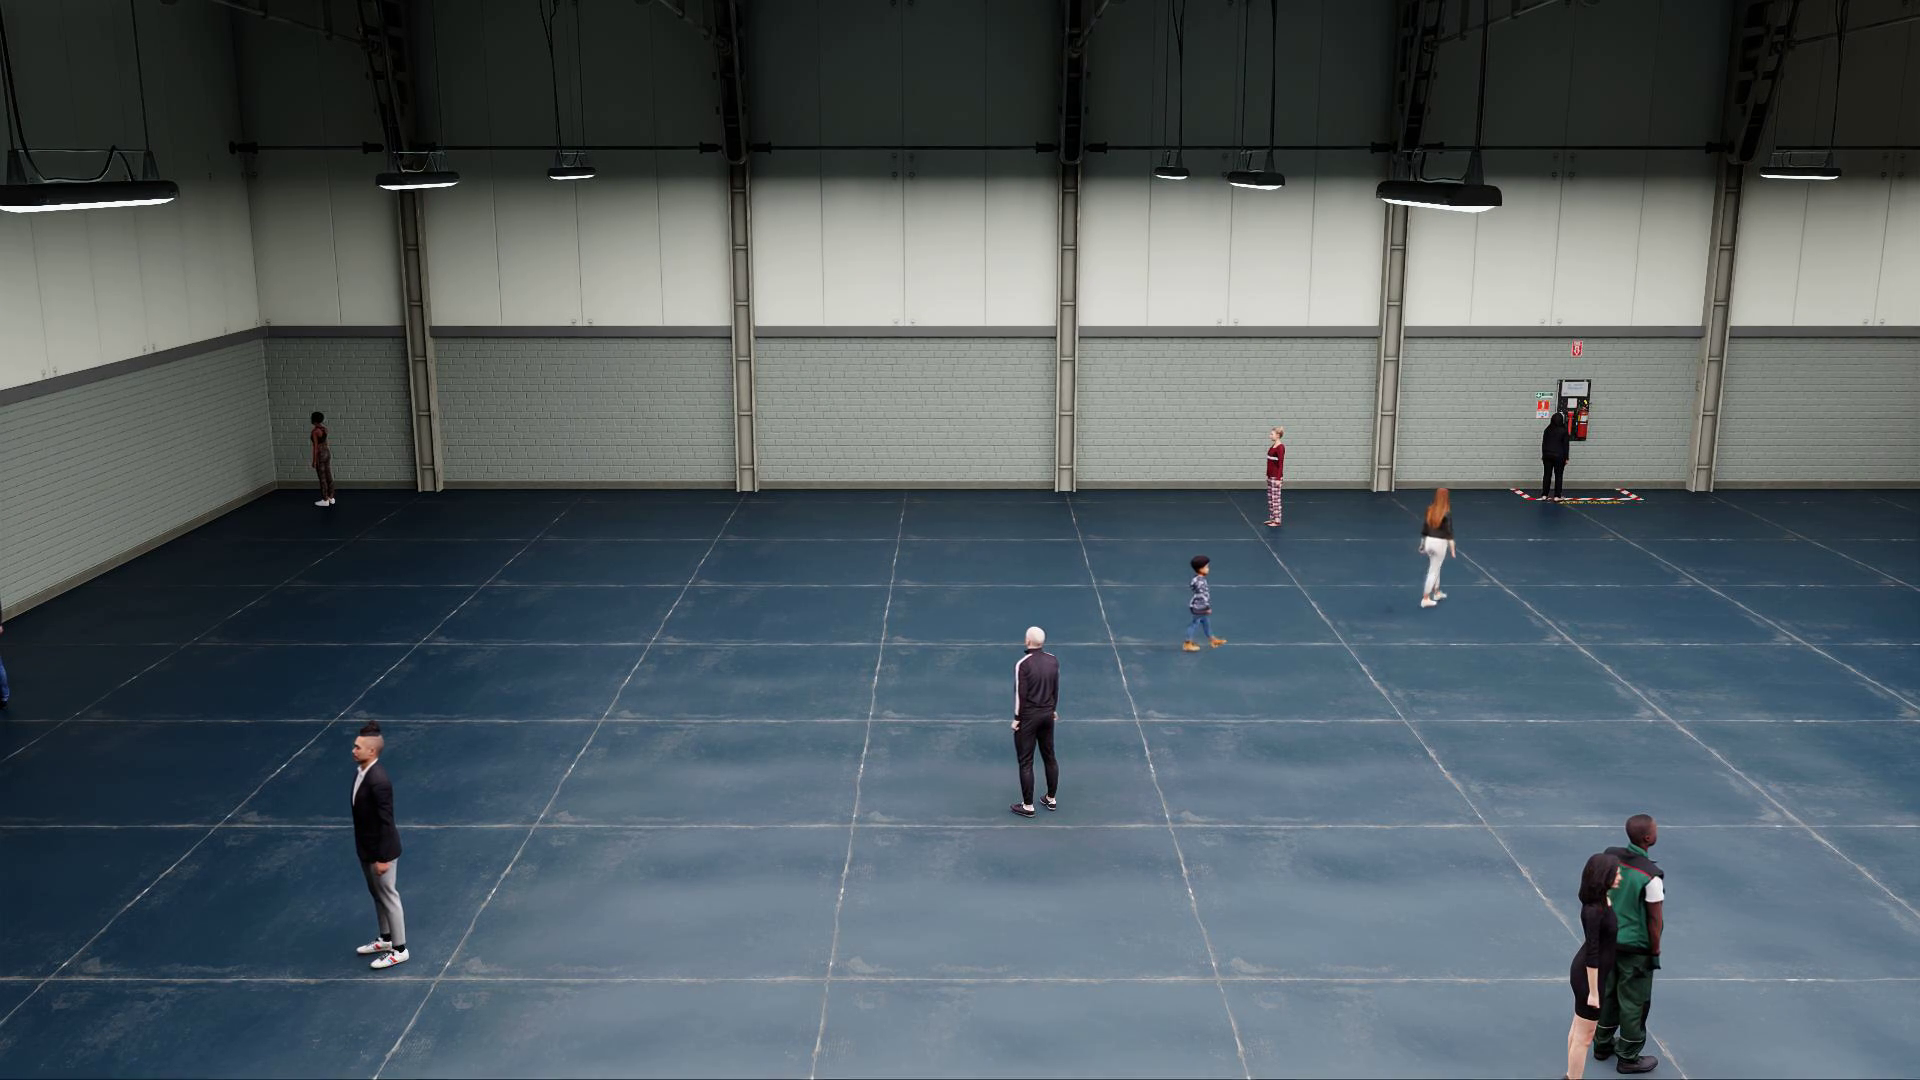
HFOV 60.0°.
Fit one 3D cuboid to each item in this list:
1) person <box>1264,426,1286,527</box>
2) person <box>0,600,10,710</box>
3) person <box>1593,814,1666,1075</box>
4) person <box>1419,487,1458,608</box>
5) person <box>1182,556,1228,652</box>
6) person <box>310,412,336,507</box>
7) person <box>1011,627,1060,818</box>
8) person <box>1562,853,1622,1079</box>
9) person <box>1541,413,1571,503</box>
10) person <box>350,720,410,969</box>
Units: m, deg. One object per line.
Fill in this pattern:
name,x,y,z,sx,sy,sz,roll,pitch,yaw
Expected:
person,5.357,-1.089,28.288,0.562,1.699,0.664,-2,13,-11
person,-11.068,1.017,18.764,0.781,1.894,0.760,9,16,35
person,4.590,2.747,11.412,0.760,1.840,0.773,-6,14,-24
person,6.562,0.113,23.125,0.985,1.687,0.877,-8,15,-30
person,2.977,0.821,21.086,0.815,1.228,0.581,2,13,11
person,-11.508,-1.477,29.966,0.577,1.699,0.621,3,13,12
person,0.723,1.719,15.862,0.731,1.835,0.833,-9,16,-35
person,4.117,2.890,10.874,0.613,1.805,0.652,5,14,22
person,10.839,-1.514,30.309,0.754,1.617,0.831,10,16,37
person,-4.522,2.343,12.914,0.817,1.950,0.796,-10,16,-36
